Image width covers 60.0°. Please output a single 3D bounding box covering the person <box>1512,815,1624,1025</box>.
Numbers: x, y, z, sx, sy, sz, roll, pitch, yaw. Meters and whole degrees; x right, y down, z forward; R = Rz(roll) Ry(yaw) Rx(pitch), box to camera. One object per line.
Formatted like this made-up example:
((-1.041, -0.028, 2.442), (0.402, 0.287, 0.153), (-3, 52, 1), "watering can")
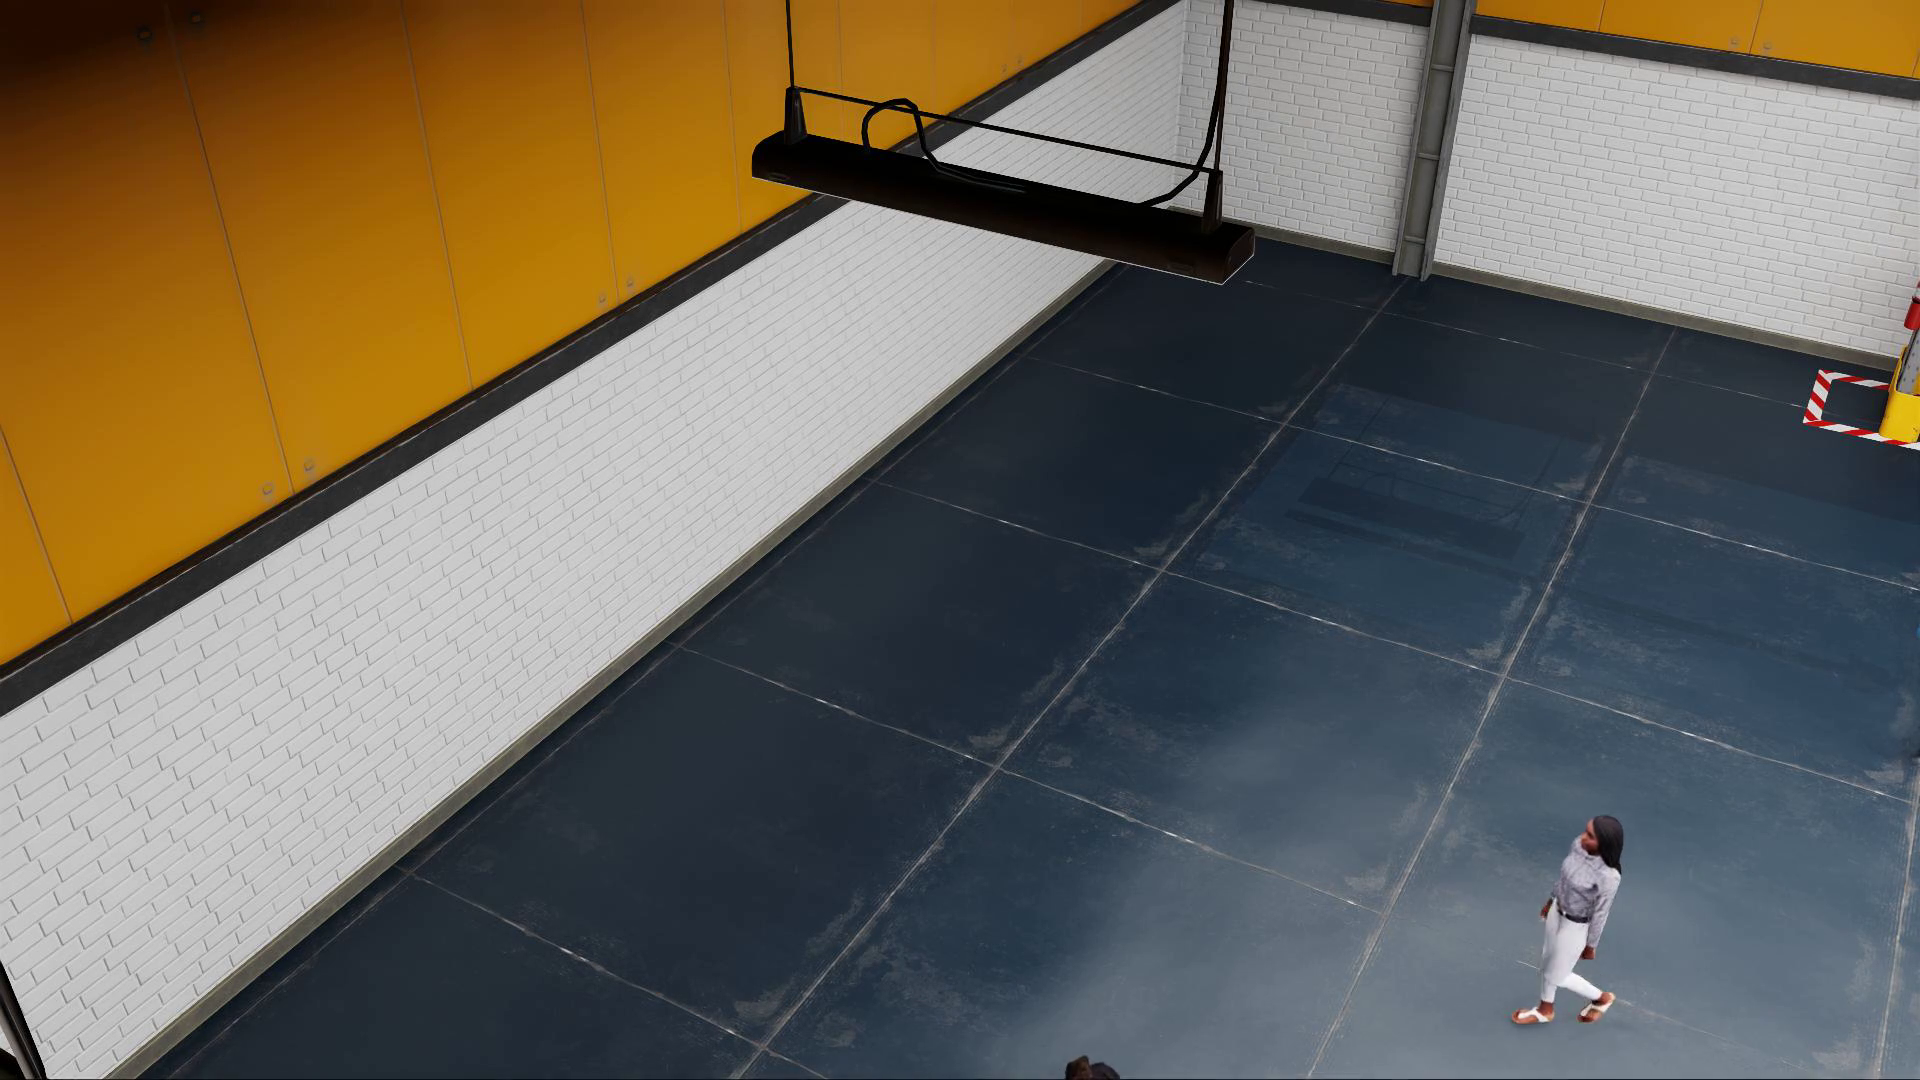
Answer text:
((3.759, 2.307, 10.001), (0.925, 1.712, 0.827), (-2, 34, -3), "person")
